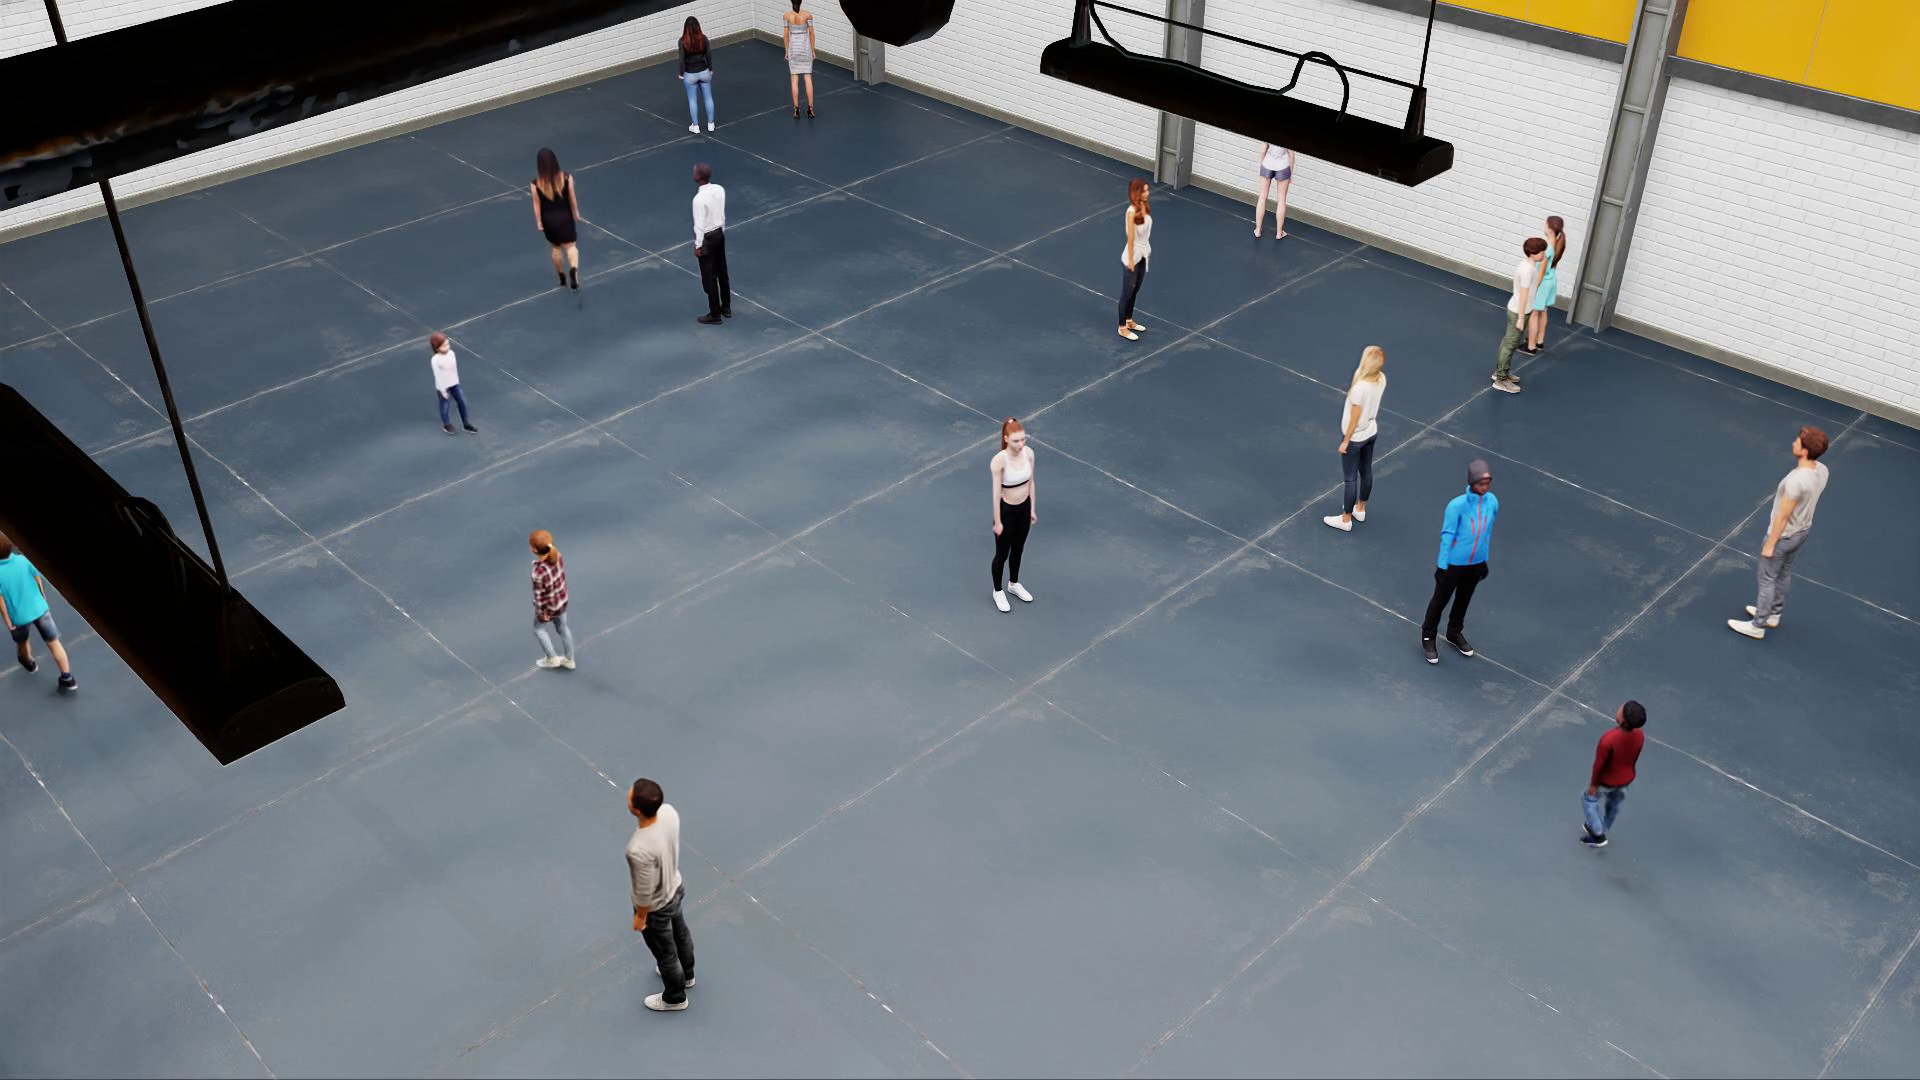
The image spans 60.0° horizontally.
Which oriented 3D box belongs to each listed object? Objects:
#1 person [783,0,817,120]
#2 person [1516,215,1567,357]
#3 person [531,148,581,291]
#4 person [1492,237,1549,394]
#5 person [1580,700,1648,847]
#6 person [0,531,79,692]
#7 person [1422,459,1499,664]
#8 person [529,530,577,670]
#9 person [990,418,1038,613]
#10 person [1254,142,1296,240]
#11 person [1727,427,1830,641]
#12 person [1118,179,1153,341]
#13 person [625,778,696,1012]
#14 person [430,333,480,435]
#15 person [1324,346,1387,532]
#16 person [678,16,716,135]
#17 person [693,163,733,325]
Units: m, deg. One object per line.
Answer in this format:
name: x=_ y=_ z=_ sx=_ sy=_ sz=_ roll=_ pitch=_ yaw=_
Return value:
person: x=-2.304 y=-6.975 z=23.913 sx=0.669 sy=1.822 sz=0.728 roll=-1 pitch=34 yaw=-1
person: x=6.225 y=-2.728 z=17.762 sx=0.538 sy=1.558 sz=0.509 roll=-28 pitch=43 yaw=-36
person: x=-4.551 y=-3.593 z=18.939 sx=0.892 sy=1.696 sz=1.021 roll=-10 pitch=35 yaw=-15
person: x=5.750 y=-2.342 z=17.095 sx=0.660 sy=1.654 sz=0.646 roll=12 pitch=35 yaw=17
person: x=4.529 y=1.652 z=11.451 sx=0.606 sy=1.250 sz=0.639 roll=-10 pitch=35 yaw=-15
person: x=-7.218 y=0.569 z=12.932 sx=0.973 sy=1.414 sz=0.555 roll=26 pitch=42 yaw=34
person: x=3.990 y=0.149 z=13.221 sx=0.698 sy=1.794 sz=0.688 roll=-10 pitch=35 yaw=-15
person: x=-3.182 y=0.496 z=13.149 sx=0.619 sy=1.296 sz=0.590 roll=18 pitch=38 yaw=25
person: x=0.428 y=-0.226 z=13.832 sx=0.617 sy=1.742 sz=0.569 roll=-22 pitch=39 yaw=-29
person: x=3.854 y=-4.542 z=20.303 sx=0.631 sy=1.767 sz=0.727 roll=11 pitch=35 yaw=15
person: x=6.683 y=-0.054 z=13.437 sx=0.658 sy=1.893 sz=0.556 roll=-26 pitch=42 yaw=-33
person: x=1.890 y=-3.072 z=18.075 sx=0.605 sy=1.784 sz=0.646 roll=18 pitch=38 yaw=25
person: x=-1.830 y=2.161 z=10.178 sx=0.733 sy=1.812 sz=0.736 roll=8 pitch=34 yaw=12
person: x=-5.101 y=-1.554 z=16.412 sx=0.630 sy=1.097 sz=0.488 roll=23 pitch=40 yaw=30
person: x=3.572 y=-0.914 z=14.807 sx=0.587 sy=1.809 sz=0.492 roll=-28 pitch=43 yaw=-35
person: x=-3.715 y=-6.581 z=23.491 sx=0.714 sy=1.634 sz=0.690 roll=-13 pitch=36 yaw=-19
person: x=-2.747 y=-3.278 z=18.338 sx=0.638 sy=1.837 sz=0.696 roll=16 pitch=37 yaw=23
